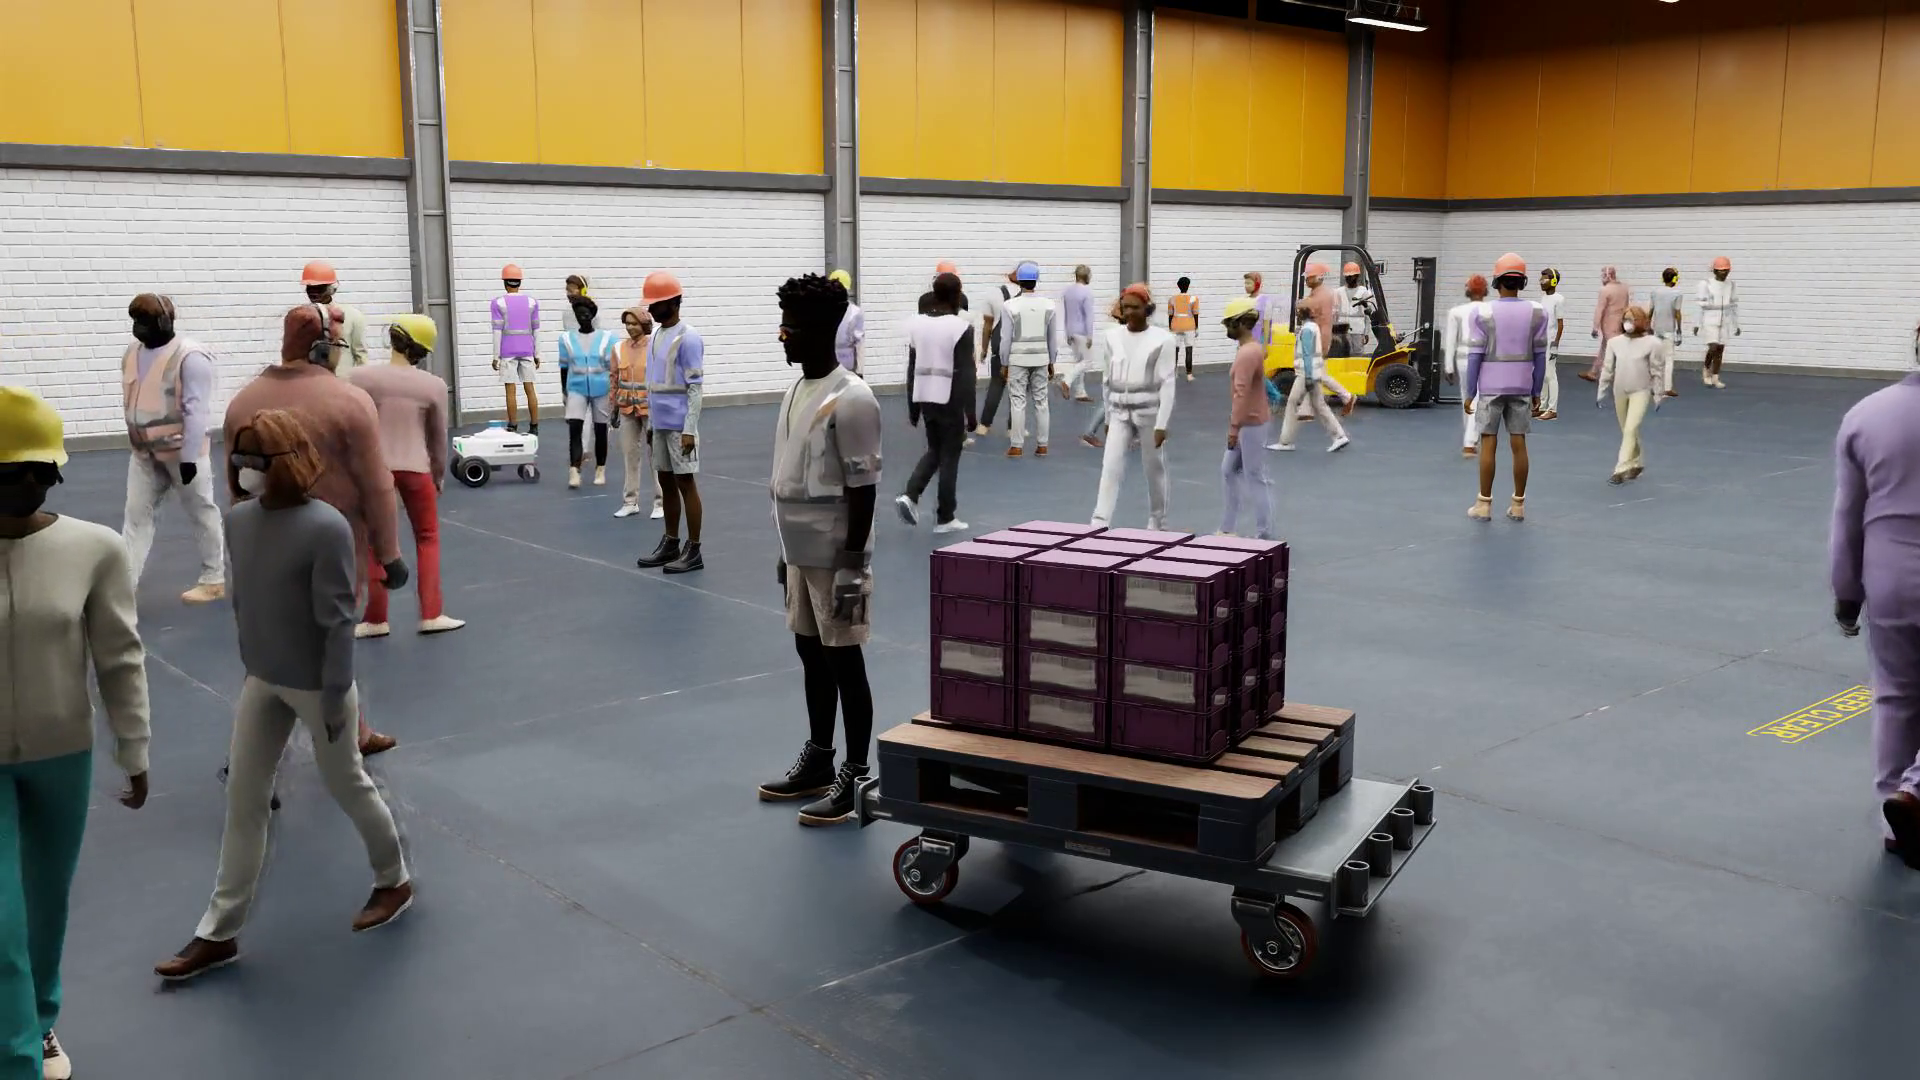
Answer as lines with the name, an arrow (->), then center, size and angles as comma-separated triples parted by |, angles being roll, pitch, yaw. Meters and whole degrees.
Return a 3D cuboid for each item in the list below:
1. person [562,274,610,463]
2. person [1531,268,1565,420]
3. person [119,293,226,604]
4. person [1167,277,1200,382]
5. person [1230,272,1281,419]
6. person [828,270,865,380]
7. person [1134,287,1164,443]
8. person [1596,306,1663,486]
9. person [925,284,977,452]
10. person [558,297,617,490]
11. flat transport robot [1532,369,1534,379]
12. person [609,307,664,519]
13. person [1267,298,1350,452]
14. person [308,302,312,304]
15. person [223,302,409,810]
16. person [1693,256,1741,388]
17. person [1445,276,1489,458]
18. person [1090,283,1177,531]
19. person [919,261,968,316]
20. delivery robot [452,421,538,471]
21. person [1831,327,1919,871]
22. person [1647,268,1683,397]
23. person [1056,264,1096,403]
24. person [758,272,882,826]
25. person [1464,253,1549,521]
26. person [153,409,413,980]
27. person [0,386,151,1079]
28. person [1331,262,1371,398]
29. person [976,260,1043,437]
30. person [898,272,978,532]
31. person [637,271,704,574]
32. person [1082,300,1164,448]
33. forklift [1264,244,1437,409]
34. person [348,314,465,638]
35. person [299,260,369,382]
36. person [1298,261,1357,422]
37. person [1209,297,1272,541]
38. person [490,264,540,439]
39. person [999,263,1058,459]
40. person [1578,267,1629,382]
person -> -3.714, -1.703, 16.486 | 0.512, 1.852, 0.620 | 6, 11, 30
person -> 7.276, -2.426, 20.641 | 0.328, 1.872, 0.514 | -2, 10, -10
person -> -4.583, -0.480, 9.428 | 0.659, 1.802, 0.901 | 4, 10, 22
person -> 3.609, -3.404, 26.898 | 0.532, 1.694, 0.320 | 4, 11, 23
person -> 3.684, -2.415, 20.682 | 0.624, 1.829, 0.589 | -6, 11, -32
person -> -1.245, -1.726, 16.533 | 0.607, 1.868, 0.993 | -1, 10, -5
person -> 2.055, -1.927, 18.187 | 0.529, 1.708, 0.573 | 7, 12, 37
person -> 5.992, -1.297, 14.860 | 0.866, 1.588, 0.522 | -9, 13, -41
person -> -0.106, -1.764, 17.017 | 0.515, 1.790, 1.004 | 6, 11, 30
person -> -3.215, -1.257, 14.401 | 0.539, 1.667, 0.784 | -1, 10, -7
flat transport robot -> 8.983, -2.708, 26.969 | 0.652, 0.197, 1.431 | 2, 10, 11
person -> -2.459, -0.975, 12.831 | 0.523, 1.636, 0.311 | 3, 10, 16
person -> 3.645, -1.700, 17.173 | 0.810, 1.599, 0.542 | 4, 11, 24
person -> -5.865, -1.356, 15.147 | 0.819, 1.598, 0.533 | 2, 10, 13
person -> -2.485, 0.037, 6.274 | 0.632, 1.863, 0.964 | 4, 10, 21
person -> 11.589, -3.312, 25.393 | 0.738, 2.019, 0.478 | -1, 10, -6
person -> 5.250, -1.761, 16.909 | 0.588, 1.829, 1.024 | 6, 11, 29
person -> 1.161, -0.808, 11.271 | 0.598, 1.829, 0.999 | 6, 11, 32
person -> -0.182, -2.191, 19.030 | 0.634, 1.965, 0.524 | -3, 10, -15
delivery robot -> -4.134, -0.821, 14.814 | 0.707, 0.478, 0.477 | -5, 11, -25
person -> 3.176, 0.160, 5.429 | 0.620, 1.893, 0.659 | -8, 13, -39
person -> 10.196, -3.001, 24.060 | 0.343, 1.858, 0.534 | -7, 12, -35
person -> 1.596, -2.806, 22.718 | 0.622, 1.923, 0.644 | -6, 11, -31
person -> -0.499, 0.030, 5.982 | 0.367, 1.966, 0.607 | -6, 11, -30
person -> 4.152, -1.158, 12.715 | 0.607, 2.044, 0.376 | 0, 10, -1
person -> -1.947, 0.419, 4.798 | 0.519, 1.590, 0.783 | 5, 11, 26
person -> -2.150, 0.510, 3.840 | 0.537, 1.722, 0.787 | -9, 13, -42
person -> 5.552, -2.976, 23.667 | 0.551, 1.935, 0.371 | 5, 11, 26
person -> 0.620, -2.170, 18.642 | 0.755, 2.000, 0.564 | 4, 11, 25
person -> -0.152, -0.991, 12.139 | 0.591, 1.907, 0.478 | 9, 13, 42
person -> -1.861, -0.749, 10.656 | 0.369, 1.929, 0.542 | -8, 13, -40
person -> 1.698, -1.744, 17.502 | 0.830, 1.601, 0.506 | 4, 11, 23
forklift -> 5.256, -2.933, 22.661 | 2.313, 2.155, 1.214 | 3, 10, 16
person -> -3.051, -0.336, 8.855 | 0.662, 1.718, 0.323 | -5, 11, -27
person -> -4.862, -1.147, 12.792 | 0.617, 1.990, 0.393 | -1, 10, -5
person -> 4.422, -2.400, 20.223 | 0.747, 1.974, 0.626 | -2, 10, -12
person -> 1.886, -0.771, 11.335 | 0.579, 1.736, 0.610 | 2, 10, 11
person -> -4.898, -2.062, 18.313 | 0.551, 1.935, 0.375 | -7, 12, -35
person -> 0.676, -1.782, 16.644 | 0.615, 1.946, 0.391 | -3, 10, -19
person -> 10.299, -3.394, 26.391 | 0.662, 1.848, 1.032 | -7, 12, -37
